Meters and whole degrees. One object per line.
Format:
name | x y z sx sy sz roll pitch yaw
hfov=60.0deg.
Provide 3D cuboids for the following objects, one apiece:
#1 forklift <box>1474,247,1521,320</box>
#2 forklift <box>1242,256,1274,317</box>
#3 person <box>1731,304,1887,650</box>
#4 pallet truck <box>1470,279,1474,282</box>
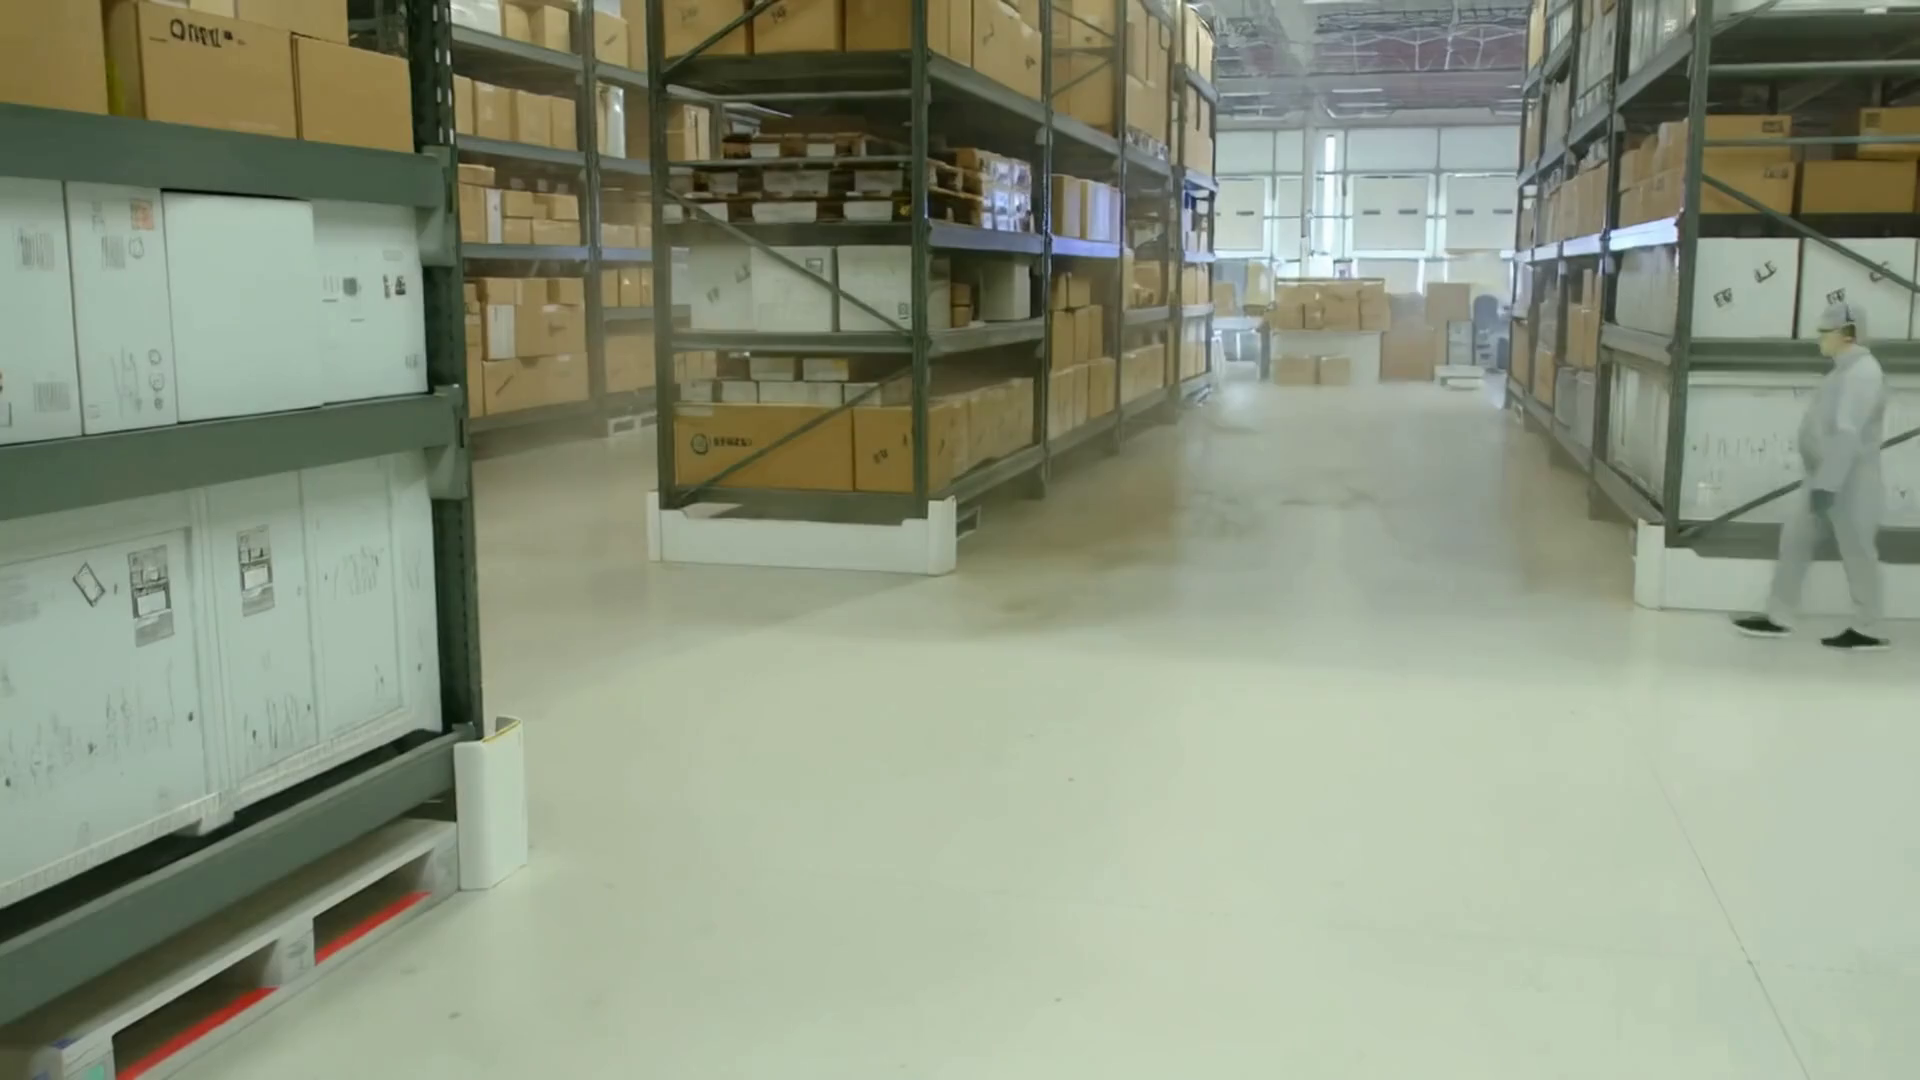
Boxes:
forklift | 13.968 -6.343 44.069 1.873 2.768 1.129 -2 9 -10
forklift | 10.671 -8.733 59.252 1.129 2.768 1.873 2 9 15
person | 4.670 -0.338 9.079 0.854 1.873 0.670 3 9 16
pallet truck | 18.896 -8.459 60.307 1.885 1.965 0.823 5 10 31
